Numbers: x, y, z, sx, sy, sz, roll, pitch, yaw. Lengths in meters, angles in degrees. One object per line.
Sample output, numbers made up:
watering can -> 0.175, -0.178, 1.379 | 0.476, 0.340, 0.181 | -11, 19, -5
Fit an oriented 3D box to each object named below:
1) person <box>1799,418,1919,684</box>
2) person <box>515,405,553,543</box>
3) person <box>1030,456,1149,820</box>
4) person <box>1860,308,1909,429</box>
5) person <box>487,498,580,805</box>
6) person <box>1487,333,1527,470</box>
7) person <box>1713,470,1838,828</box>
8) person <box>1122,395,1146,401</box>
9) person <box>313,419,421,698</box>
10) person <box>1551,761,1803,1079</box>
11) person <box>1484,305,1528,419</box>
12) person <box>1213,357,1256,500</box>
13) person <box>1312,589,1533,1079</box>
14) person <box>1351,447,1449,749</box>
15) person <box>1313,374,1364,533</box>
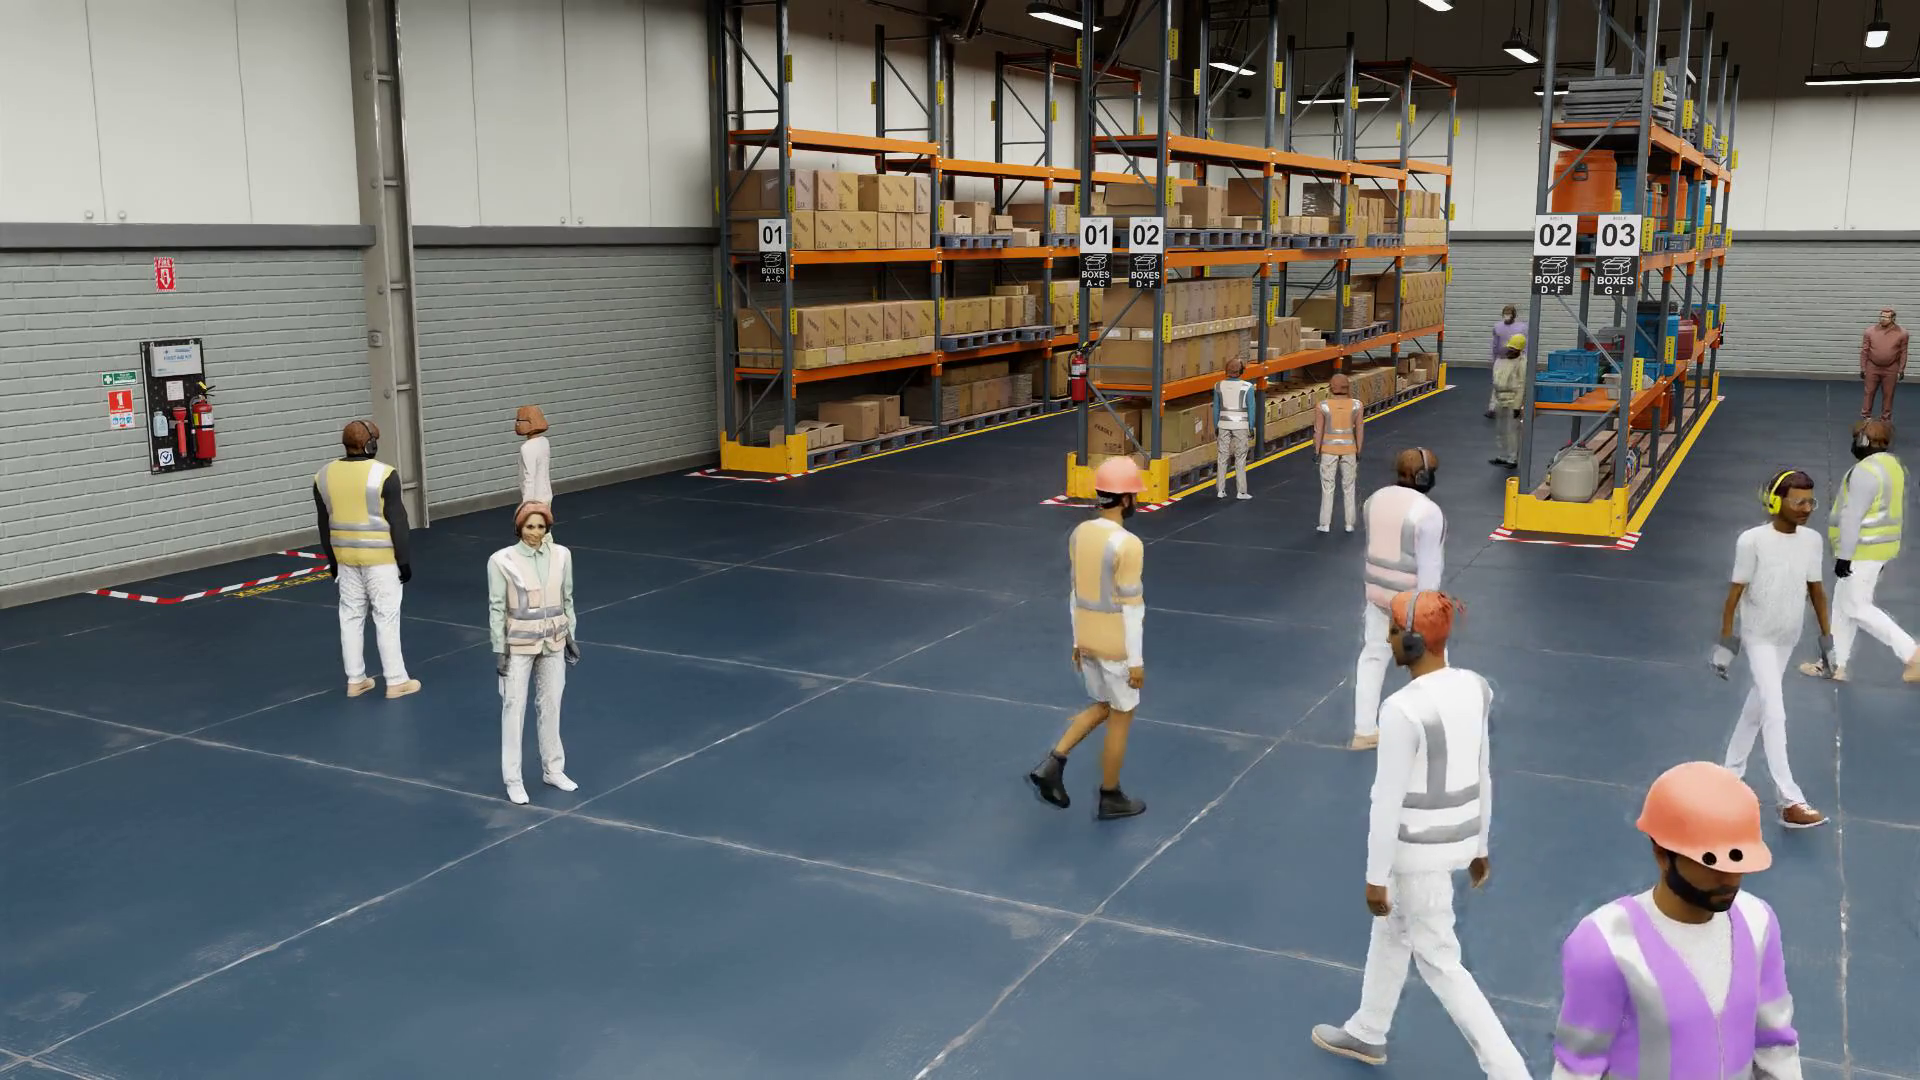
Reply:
person -> 6.174, 0.094, 11.203 | 0.743, 1.816, 0.637 | 9, 14, 41
person -> -3.545, -0.304, 13.858 | 0.279, 1.633, 0.500 | 0, 10, 2
person -> 0.716, 0.530, 8.550 | 0.561, 1.922, 0.545 | -6, 12, -28
person -> 14.484, -2.685, 26.104 | 0.642, 1.905, 0.399 | 6, 12, 30
person -> -2.297, 0.588, 8.980 | 0.513, 1.639, 0.311 | -10, 14, -43
person -> 7.102, -1.781, 21.498 | 0.407, 1.794, 0.646 | -2, 11, -10
person -> 4.288, 0.564, 8.578 | 0.560, 1.829, 0.917 | -3, 11, -18
person -> 2.509, -2.157, 23.604 | 0.533, 1.765, 0.326 | 7, 13, 35
person -> -3.883, 0.127, 10.939 | 0.619, 1.845, 0.430 | 2, 11, 13
person -> 1.660, 1.420, 3.766 | 0.548, 1.883, 0.985 | -4, 11, -22
person -> 9.127, -2.966, 27.694 | 0.645, 1.885, 1.035 | 9, 14, 41
person -> 3.148, -1.274, 19.129 | 0.514, 1.641, 0.309 | 6, 12, 30
person -> 1.668, 1.081, 5.759 | 0.954, 1.847, 0.579 | 10, 14, 44
person -> 2.724, 0.344, 9.865 | 0.894, 1.807, 0.628 | -6, 12, -29
person -> 3.857, -0.878, 16.971 | 0.513, 1.640, 0.309 | 0, 10, 1
